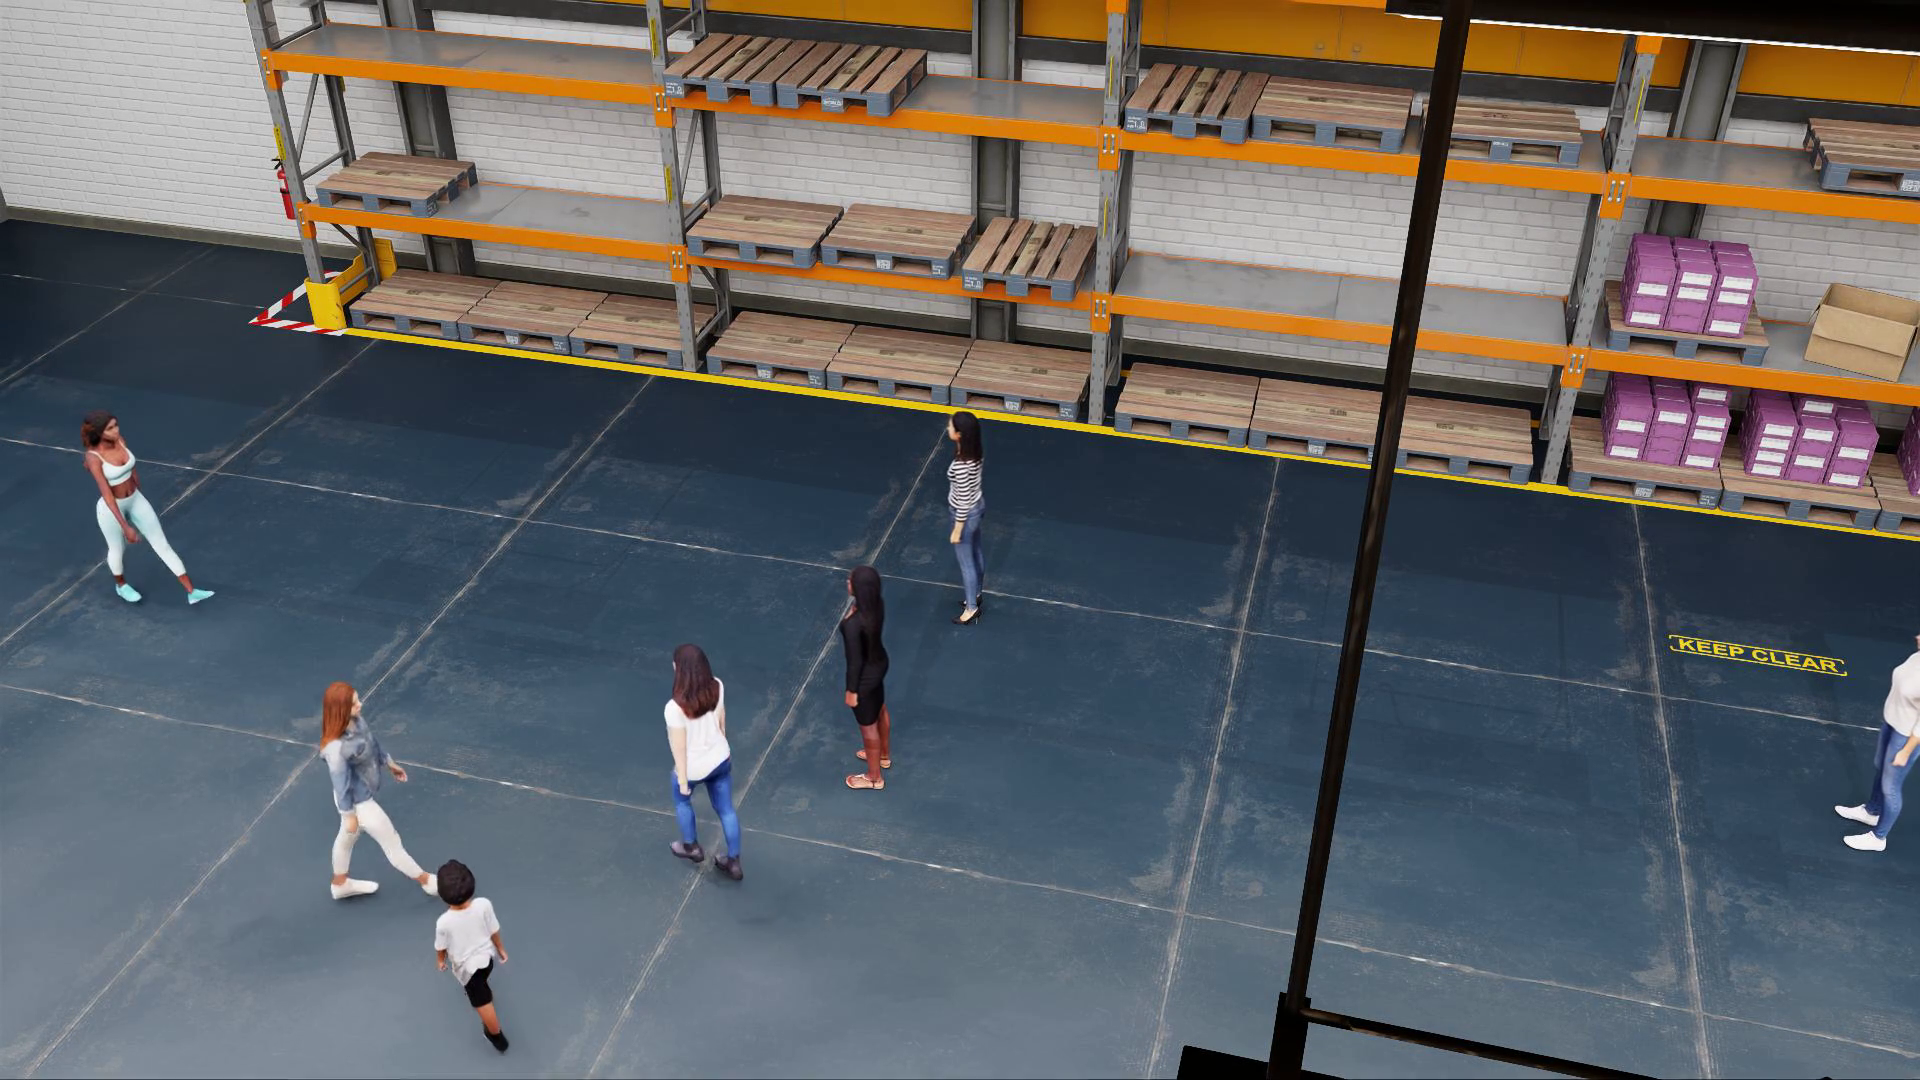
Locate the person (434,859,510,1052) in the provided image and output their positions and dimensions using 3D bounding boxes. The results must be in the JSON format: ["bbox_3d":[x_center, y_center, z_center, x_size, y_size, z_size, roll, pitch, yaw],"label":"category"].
[{"bbox_3d":[-2.640,2.307,9.091,0.788,1.230,0.915,-25,41,-32],"label":"person"}]

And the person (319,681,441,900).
[{"bbox_3d":[-3.659,1.535,9.866,1.153,1.658,0.920,-6,34,-8],"label":"person"}]

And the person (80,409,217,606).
[{"bbox_3d":[-6.337,-0.211,12.471,1.155,1.681,0.678,13,36,19],"label":"person"}]

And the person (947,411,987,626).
[{"bbox_3d":[0.050,-0.158,12.288,0.495,1.795,0.575,10,35,14],"label":"person"}]

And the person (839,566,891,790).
[{"bbox_3d":[-0.612,0.879,10.796,0.502,1.720,0.608,10,35,14],"label":"person"}]

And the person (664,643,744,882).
[{"bbox_3d":[-1.502,1.415,10.049,0.896,1.654,0.802,27,42,34],"label":"person"}]

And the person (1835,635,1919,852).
[{"bbox_3d":[5.865,1.198,10.318,0.509,1.719,0.604,10,35,14],"label":"person"}]
